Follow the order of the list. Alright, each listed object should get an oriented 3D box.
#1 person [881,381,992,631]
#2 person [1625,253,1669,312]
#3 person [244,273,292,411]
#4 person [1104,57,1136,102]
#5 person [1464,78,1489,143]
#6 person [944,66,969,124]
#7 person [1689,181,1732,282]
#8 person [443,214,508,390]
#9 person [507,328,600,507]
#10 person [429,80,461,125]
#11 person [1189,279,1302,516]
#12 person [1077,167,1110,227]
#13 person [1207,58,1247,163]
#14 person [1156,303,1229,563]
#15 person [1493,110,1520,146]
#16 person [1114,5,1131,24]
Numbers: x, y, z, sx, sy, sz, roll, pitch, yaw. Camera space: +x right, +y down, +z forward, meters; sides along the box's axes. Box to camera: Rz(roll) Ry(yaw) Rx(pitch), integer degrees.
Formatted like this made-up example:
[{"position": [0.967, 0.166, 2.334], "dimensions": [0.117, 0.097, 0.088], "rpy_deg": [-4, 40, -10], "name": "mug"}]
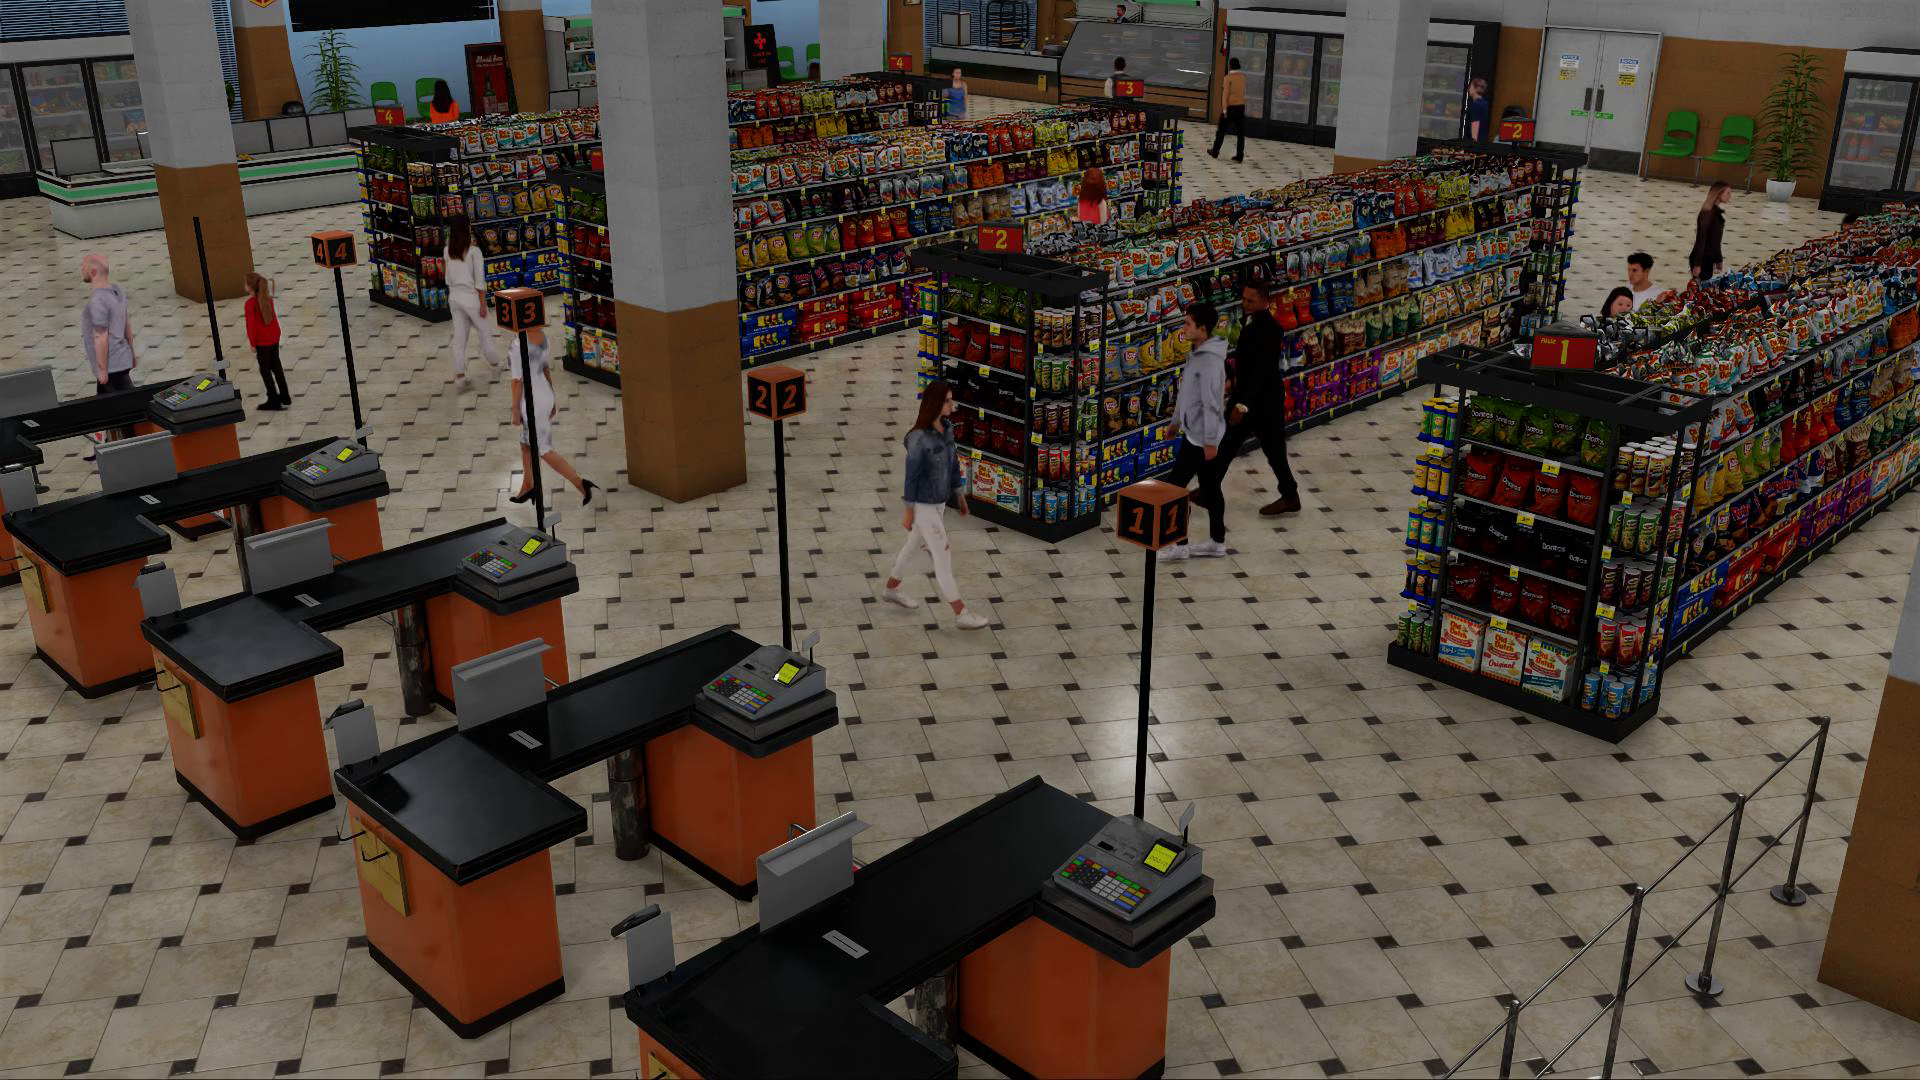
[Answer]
[{"position": [-0.284, -0.227, 10.938], "dimensions": [0.903, 1.650, 1.131], "rpy_deg": [11, 24, 26], "name": "person"}, {"position": [5.831, -1.552, 14.103], "dimensions": [1.159, 1.749, 0.887], "rpy_deg": [-14, 26, -30], "name": "person"}, {"position": [-6.469, -1.854, 15.487], "dimensions": [0.627, 1.278, 0.542], "rpy_deg": [5, 23, 13], "name": "person"}, {"position": [2.626, -6.872, 27.175], "dimensions": [1.322, 1.874, 1.262], "rpy_deg": [-4, 22, -9], "name": "person"}, {"position": [7.792, -5.912, 24.882], "dimensions": [0.860, 1.803, 1.215], "rpy_deg": [15, 26, 33], "name": "person"}, {"position": [-0.076, -7.422, 28.915], "dimensions": [0.839, 1.597, 0.836], "rpy_deg": [-7, 23, -16], "name": "person"}, {"position": [7.869, -2.974, 17.714], "dimensions": [0.744, 1.697, 0.536], "rpy_deg": [17, 27, 36], "name": "person"}, {"position": [-4.779, -2.263, 16.012], "dimensions": [0.963, 1.646, 1.155], "rpy_deg": [6, 23, 14], "name": "person"}, {"position": [-3.201, -1.023, 12.828], "dimensions": [0.955, 1.718, 1.066], "rpy_deg": [6, 23, 15], "name": "person"}, {"position": [-7.943, -6.196, 25.690], "dimensions": [0.966, 1.728, 1.075], "rpy_deg": [3, 22, 7], "name": "person"}, {"position": [2.368, -1.044, 12.704], "dimensions": [1.317, 1.850, 1.084], "rpy_deg": [-5, 22, -13], "name": "person"}, {"position": [1.345, -3.013, 17.664], "dimensions": [1.037, 1.805, 0.673], "rpy_deg": [-16, 27, -34], "name": "person"}, {"position": [4.760, -7.376, 28.644], "dimensions": [1.101, 1.715, 0.964], "rpy_deg": [-10, 24, -23], "name": "person"}, {"position": [1.825, -0.754, 11.909], "dimensions": [0.988, 1.905, 0.929], "rpy_deg": [1, 22, 2], "name": "person"}, {"position": [7.096, -4.697, 21.798], "dimensions": [0.490, 1.847, 0.699], "rpy_deg": [-18, 28, -37], "name": "person"}, {"position": [3.715, -11.424, 38.513], "dimensions": [0.619, 1.868, 0.562], "rpy_deg": [20, 30, 41], "name": "person"}]
